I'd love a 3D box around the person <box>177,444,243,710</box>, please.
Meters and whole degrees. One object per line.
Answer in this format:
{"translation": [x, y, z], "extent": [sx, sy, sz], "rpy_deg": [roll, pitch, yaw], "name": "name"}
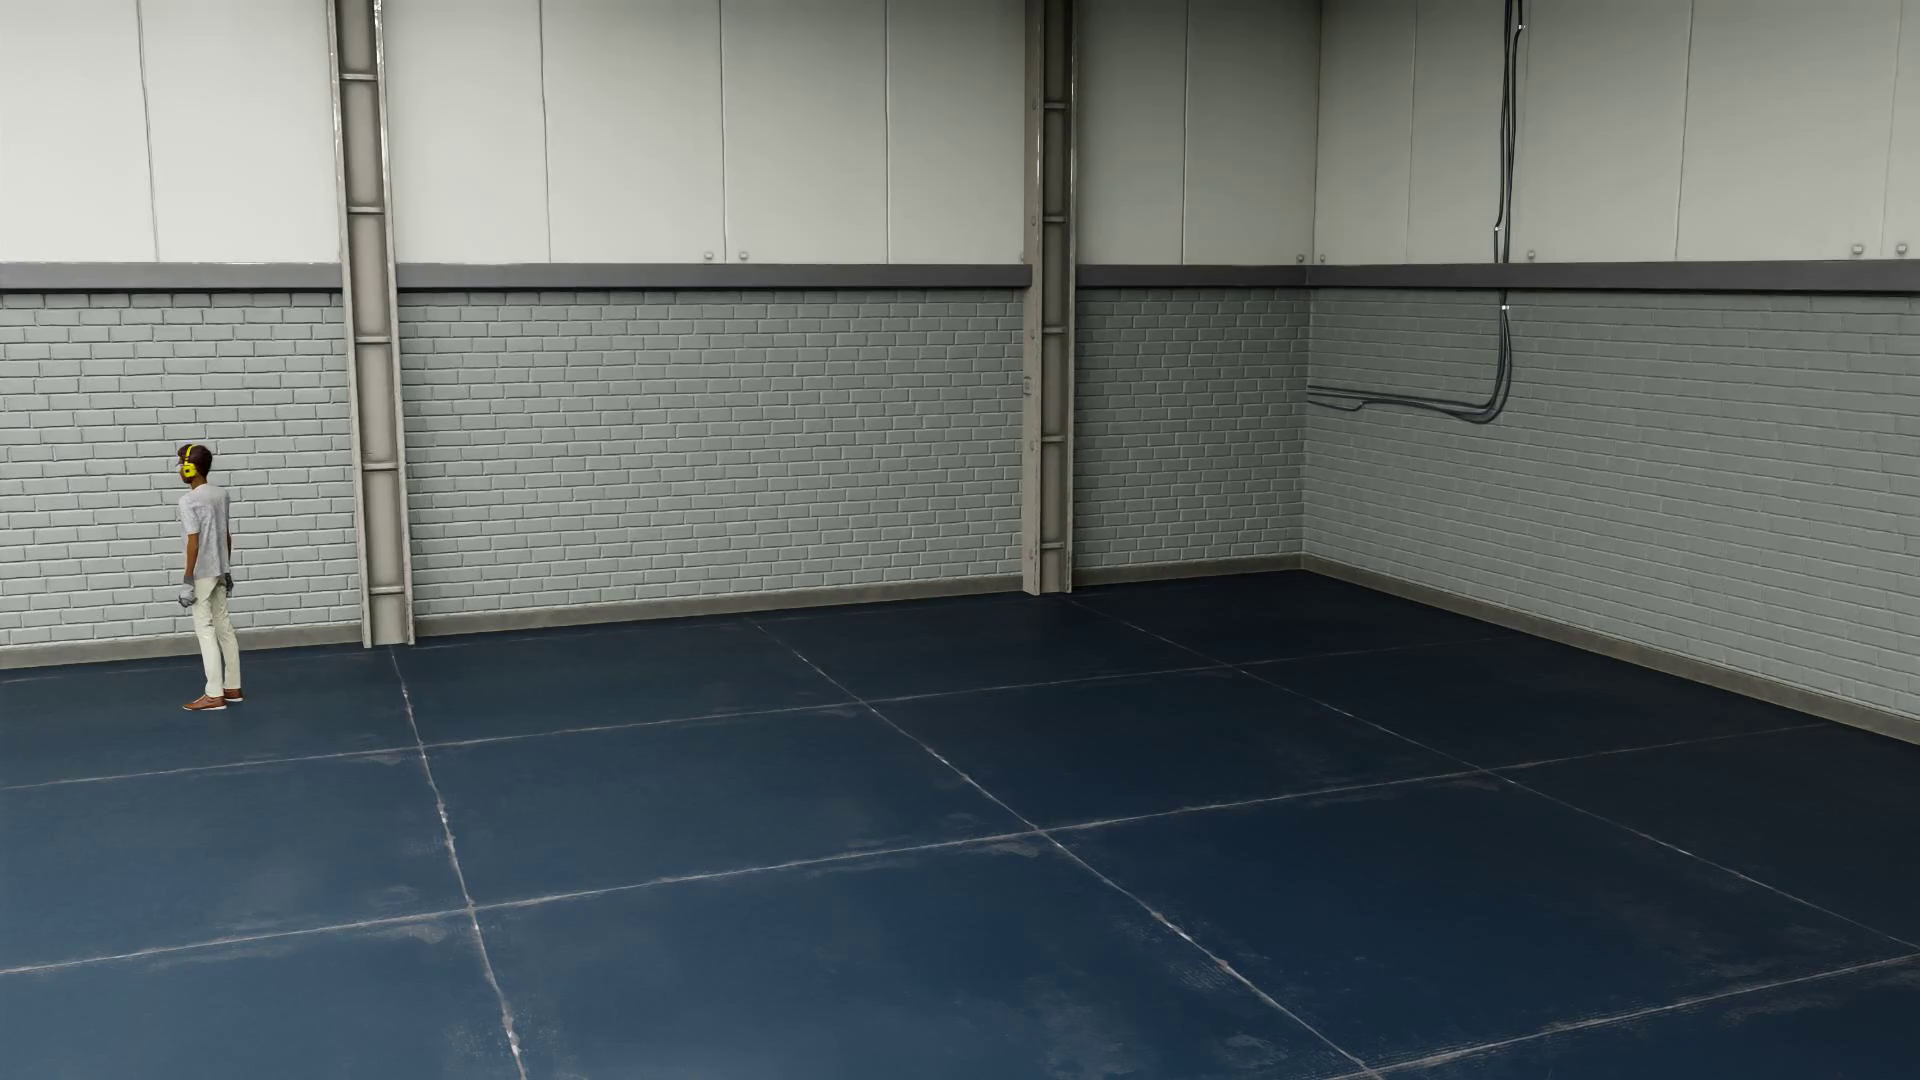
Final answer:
{"translation": [-5.285, 0.260, 11.638], "extent": [0.313, 1.863, 0.538], "rpy_deg": [1, 9, 9], "name": "person"}
